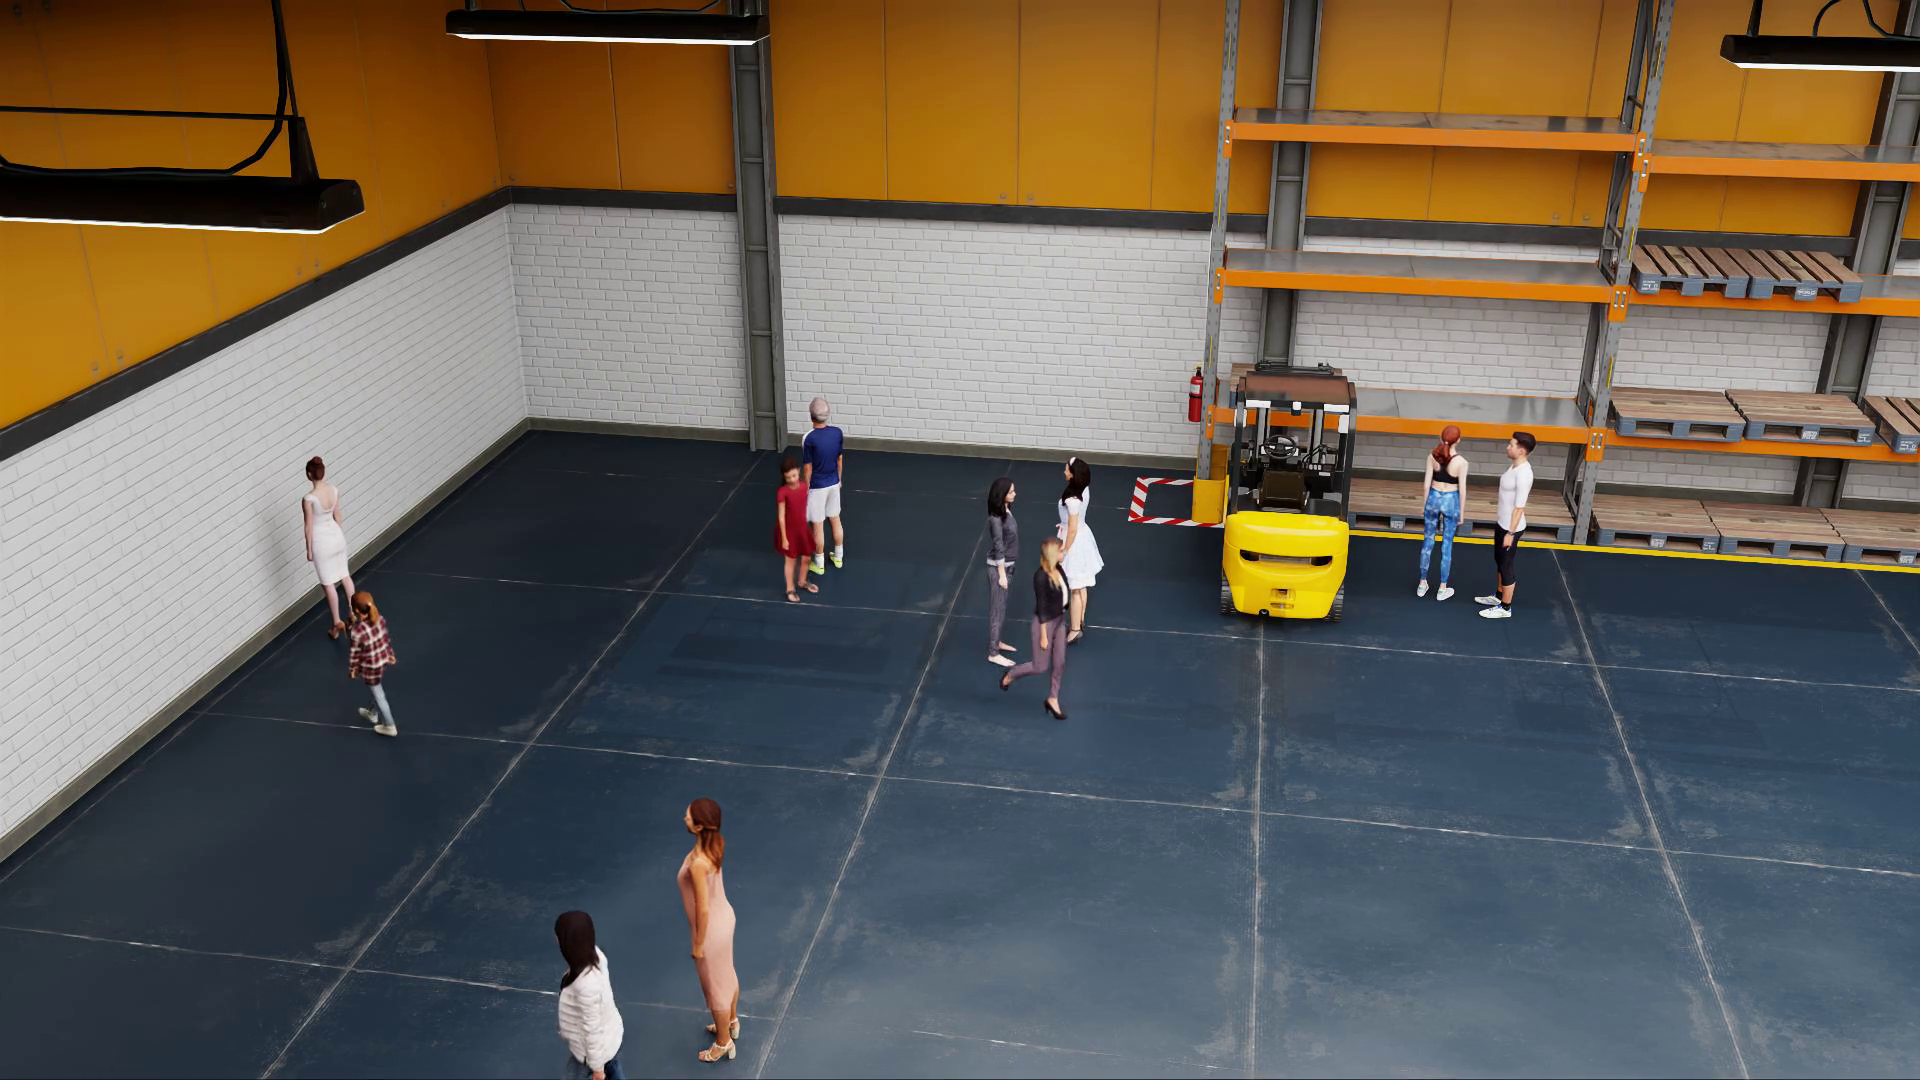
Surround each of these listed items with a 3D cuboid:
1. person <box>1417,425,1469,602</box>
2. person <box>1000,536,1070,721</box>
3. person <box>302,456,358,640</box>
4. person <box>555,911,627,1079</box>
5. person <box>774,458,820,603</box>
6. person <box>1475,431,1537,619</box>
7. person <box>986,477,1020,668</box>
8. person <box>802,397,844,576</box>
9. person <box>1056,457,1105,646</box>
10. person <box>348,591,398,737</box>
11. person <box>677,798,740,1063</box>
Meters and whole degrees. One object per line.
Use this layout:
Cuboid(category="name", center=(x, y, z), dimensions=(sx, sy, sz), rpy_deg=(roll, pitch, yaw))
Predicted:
Cuboid(category="person", center=(4.693, -0.276, 16.185), dimensions=(0.625, 1.785, 0.717), rpy_deg=(13, 27, 28))
Cuboid(category="person", center=(0.661, 0.746, 14.018), dimensions=(0.962, 1.648, 0.790), rpy_deg=(14, 27, 28))
Cuboid(category="person", center=(-5.840, 0.067, 15.388), dimensions=(0.581, 1.794, 0.608), rpy_deg=(12, 26, 25))
Cuboid(category="person", center=(-1.974, 2.799, 9.371), dimensions=(0.812, 1.607, 0.738), rpy_deg=(-3, 24, -6))
Cuboid(category="person", center=(-1.626, -0.119, 16.154), dimensions=(0.799, 1.523, 0.750), rpy_deg=(16, 28, 32))
Cuboid(category="person", center=(5.238, -0.158, 15.831), dimensions=(0.543, 1.852, 0.670), rpy_deg=(4, 24, 8))
Cuboid(category="person", center=(0.362, 0.257, 14.991), dimensions=(0.519, 1.764, 0.600), rpy_deg=(3, 24, 6))
Cuboid(category="person", center=(-1.382, -0.559, 16.766), dimensions=(0.722, 1.839, 0.761), rpy_deg=(-19, 30, -37))
Cuboid(category="person", center=(1.050, 0.102, 15.280), dimensions=(0.752, 1.817, 0.726), rpy_deg=(7, 25, 16))
Cuboid(category="person", center=(-4.824, 1.038, 13.795), dimensions=(0.782, 1.292, 0.651), rpy_deg=(11, 26, 23))
Cuboid(category="person", center=(-1.497, 2.358, 10.103), dimensions=(0.507, 1.831, 0.577), rpy_deg=(4, 24, 8))
